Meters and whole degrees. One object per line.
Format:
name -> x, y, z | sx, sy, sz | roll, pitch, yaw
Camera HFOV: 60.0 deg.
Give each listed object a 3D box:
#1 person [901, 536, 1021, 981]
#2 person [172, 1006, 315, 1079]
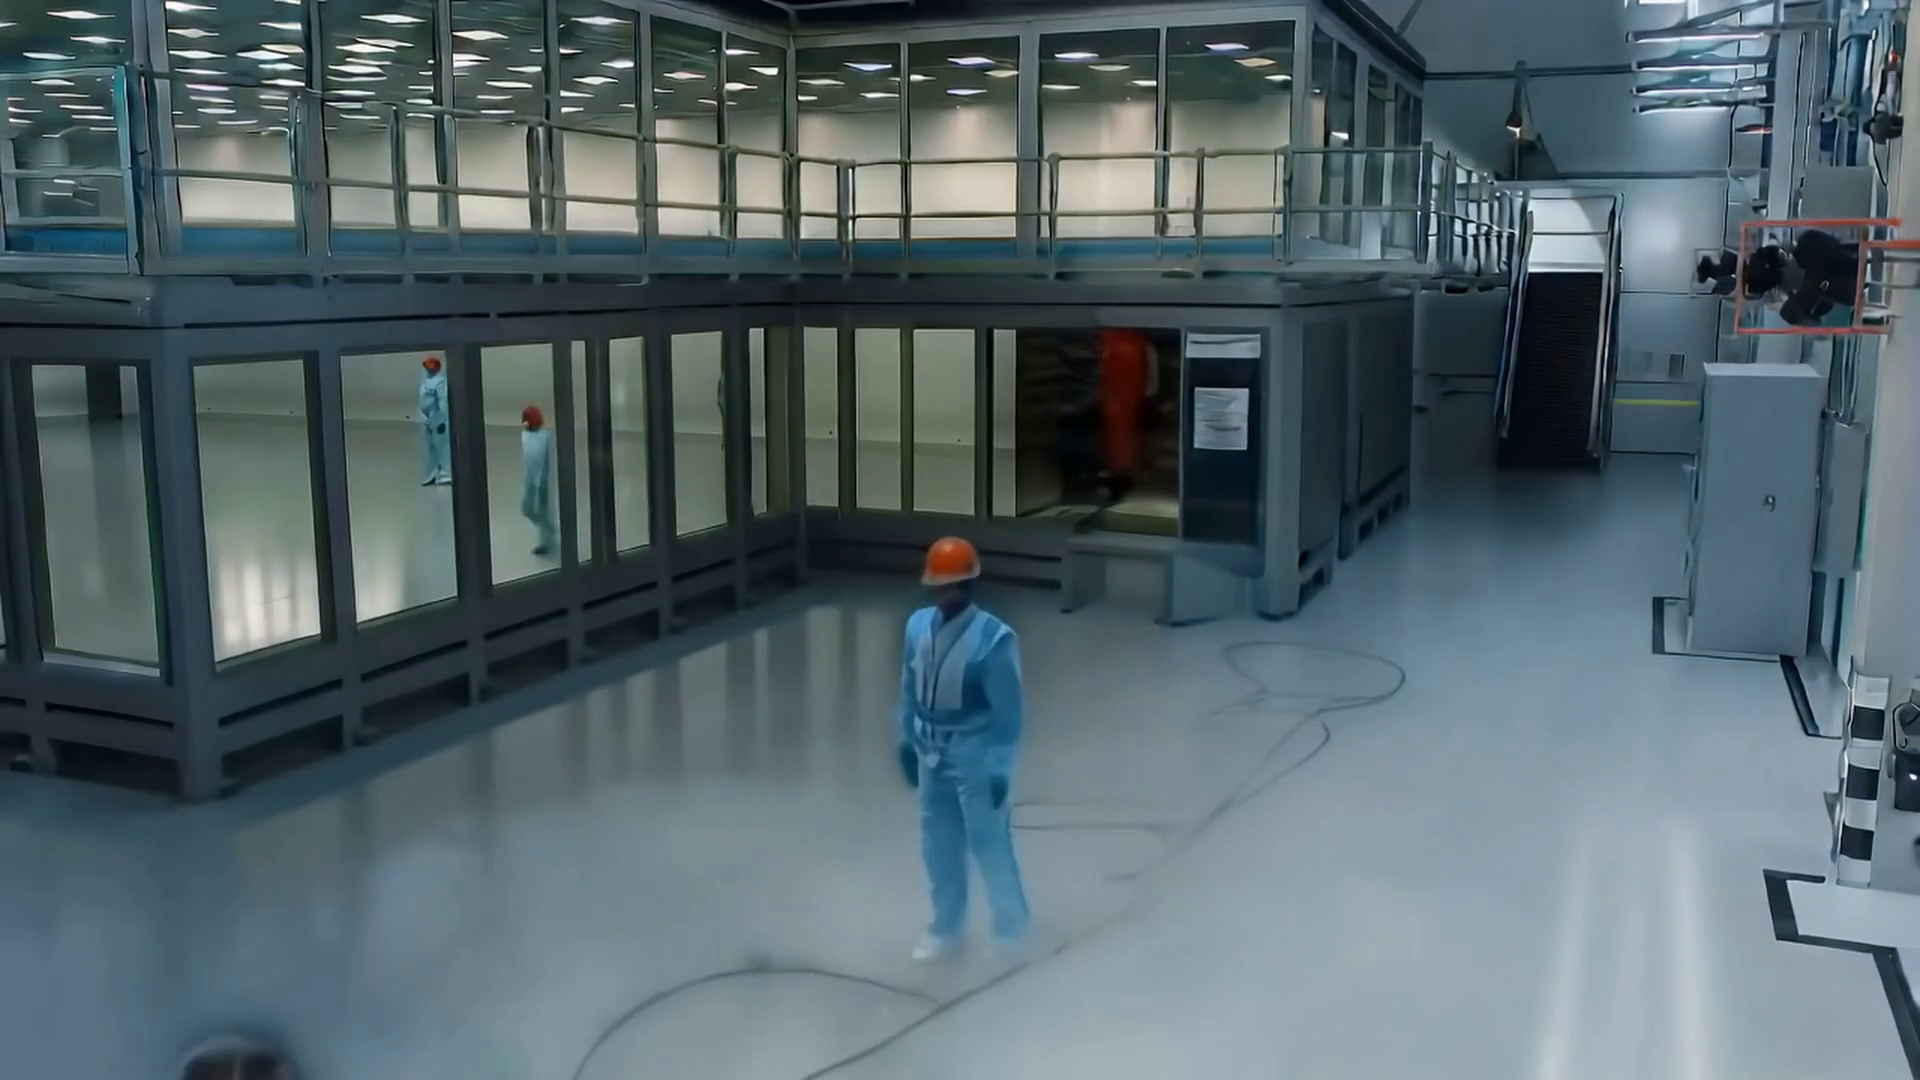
person -> -0.018, 0.932, 7.219 | 0.609, 1.938, 0.417 | 8, 12, 39
person -> -1.211, 1.687, 2.912 | 0.655, 1.820, 0.492 | -4, 10, -21
